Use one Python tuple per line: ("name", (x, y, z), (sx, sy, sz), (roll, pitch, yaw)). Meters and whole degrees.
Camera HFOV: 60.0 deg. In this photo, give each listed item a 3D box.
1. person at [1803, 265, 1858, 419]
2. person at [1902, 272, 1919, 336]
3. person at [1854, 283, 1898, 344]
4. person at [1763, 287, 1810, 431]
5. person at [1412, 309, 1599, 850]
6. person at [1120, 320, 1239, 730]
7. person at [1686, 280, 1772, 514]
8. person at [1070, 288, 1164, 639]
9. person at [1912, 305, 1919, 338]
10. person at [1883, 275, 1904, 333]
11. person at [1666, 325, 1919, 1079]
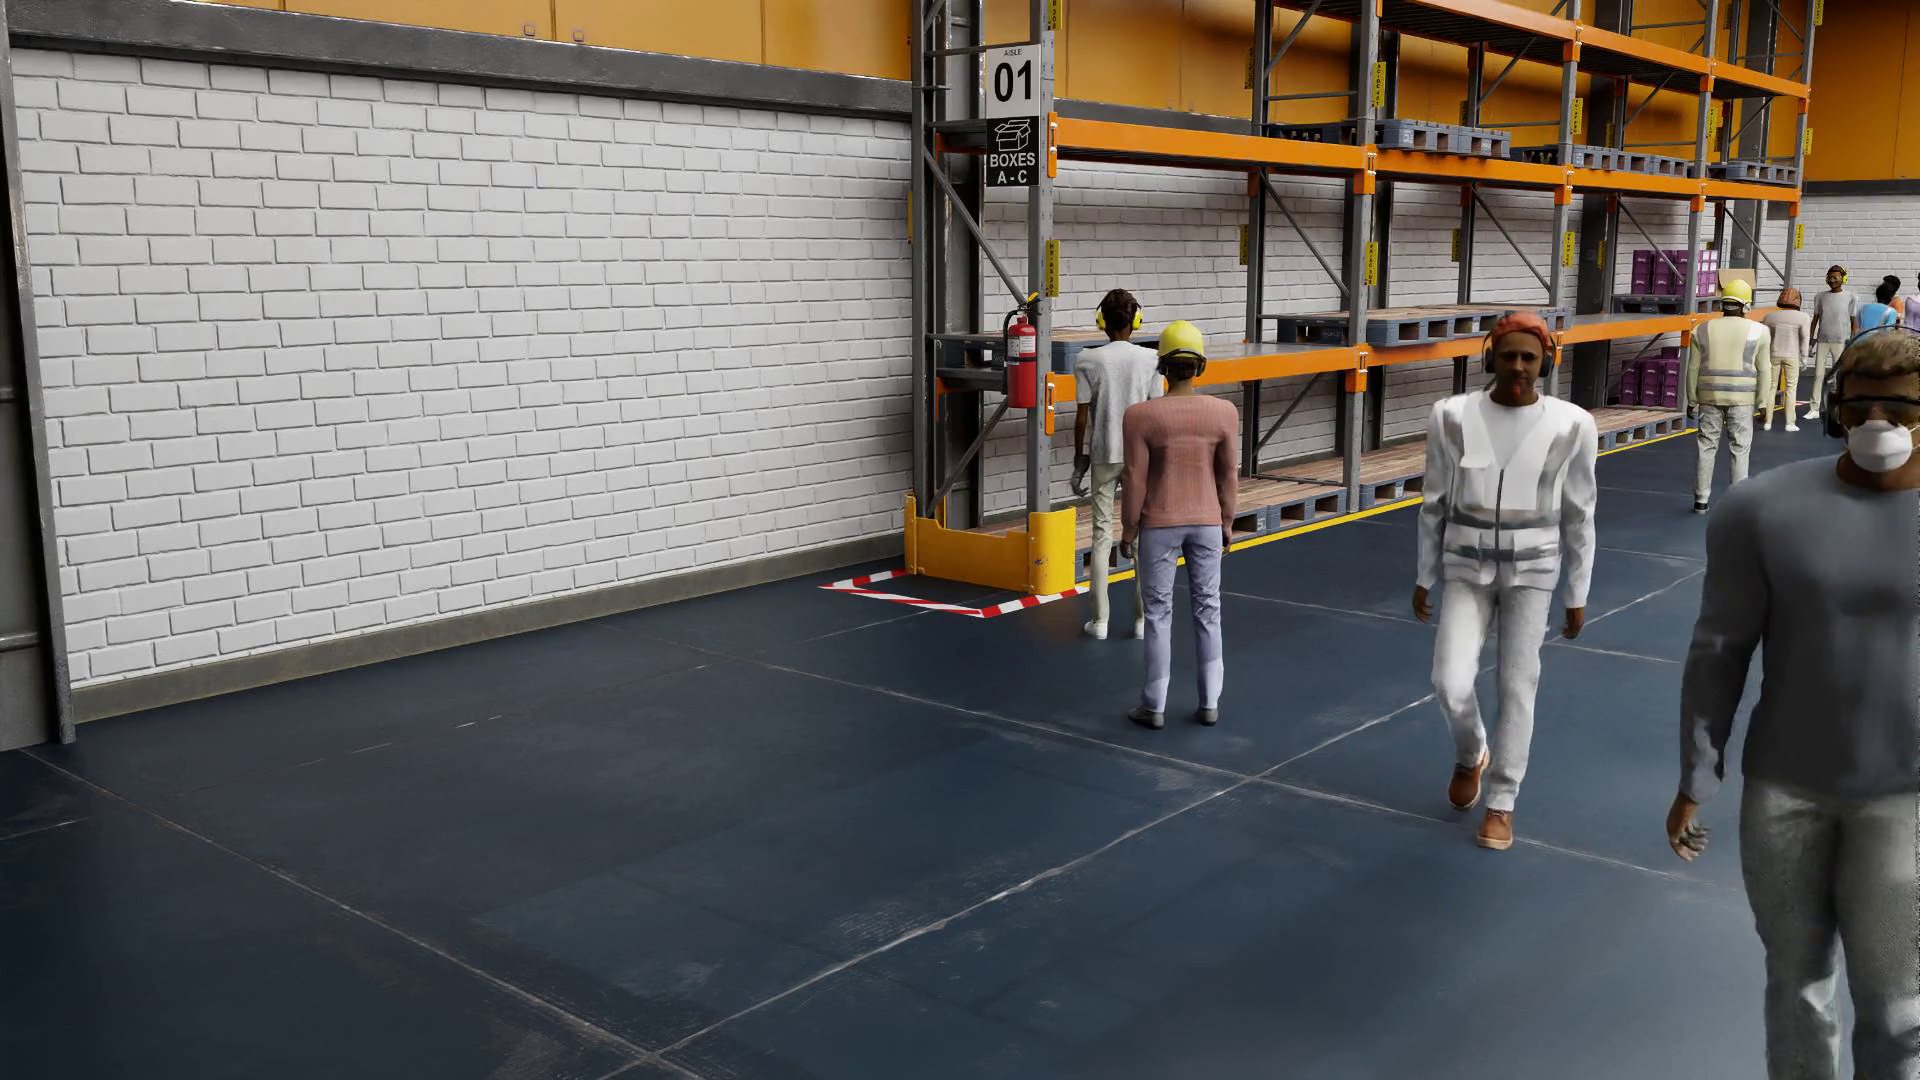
("person", (10.524, -2.375, 20.095), (0.532, 1.867, 0.315), (9, 13, 41))
("person", (11.222, -2.241, 19.411), (0.626, 1.844, 0.429), (-3, 10, -16))
("person", (11.344, -2.355, 20.601), (0.921, 1.635, 0.544), (-6, 12, -30))
("person", (9.368, -2.051, 18.916), (0.503, 1.632, 0.271), (8, 13, 39))
("person", (1.882, 0.138, 5.773), (0.598, 1.871, 0.446), (4, 11, 24))
("person", (0.939, -0.056, 7.183), (0.522, 1.768, 0.312), (-2, 10, -10))
("person", (5.966, -1.098, 12.928), (0.599, 1.830, 0.404), (6, 12, 32))
("person", (0.845, -0.395, 8.835), (0.518, 1.865, 0.326), (1, 10, 3))
("person", (9.470, -1.656, 15.964), (1.007, 1.896, 0.635), (-9, 13, -42))
("person", (13.048, -2.872, 23.414), (0.317, 1.696, 0.539), (1, 10, 5))
("person", (1.808, 0.529, 3.410), (0.636, 1.922, 0.452), (8, 13, 37))
